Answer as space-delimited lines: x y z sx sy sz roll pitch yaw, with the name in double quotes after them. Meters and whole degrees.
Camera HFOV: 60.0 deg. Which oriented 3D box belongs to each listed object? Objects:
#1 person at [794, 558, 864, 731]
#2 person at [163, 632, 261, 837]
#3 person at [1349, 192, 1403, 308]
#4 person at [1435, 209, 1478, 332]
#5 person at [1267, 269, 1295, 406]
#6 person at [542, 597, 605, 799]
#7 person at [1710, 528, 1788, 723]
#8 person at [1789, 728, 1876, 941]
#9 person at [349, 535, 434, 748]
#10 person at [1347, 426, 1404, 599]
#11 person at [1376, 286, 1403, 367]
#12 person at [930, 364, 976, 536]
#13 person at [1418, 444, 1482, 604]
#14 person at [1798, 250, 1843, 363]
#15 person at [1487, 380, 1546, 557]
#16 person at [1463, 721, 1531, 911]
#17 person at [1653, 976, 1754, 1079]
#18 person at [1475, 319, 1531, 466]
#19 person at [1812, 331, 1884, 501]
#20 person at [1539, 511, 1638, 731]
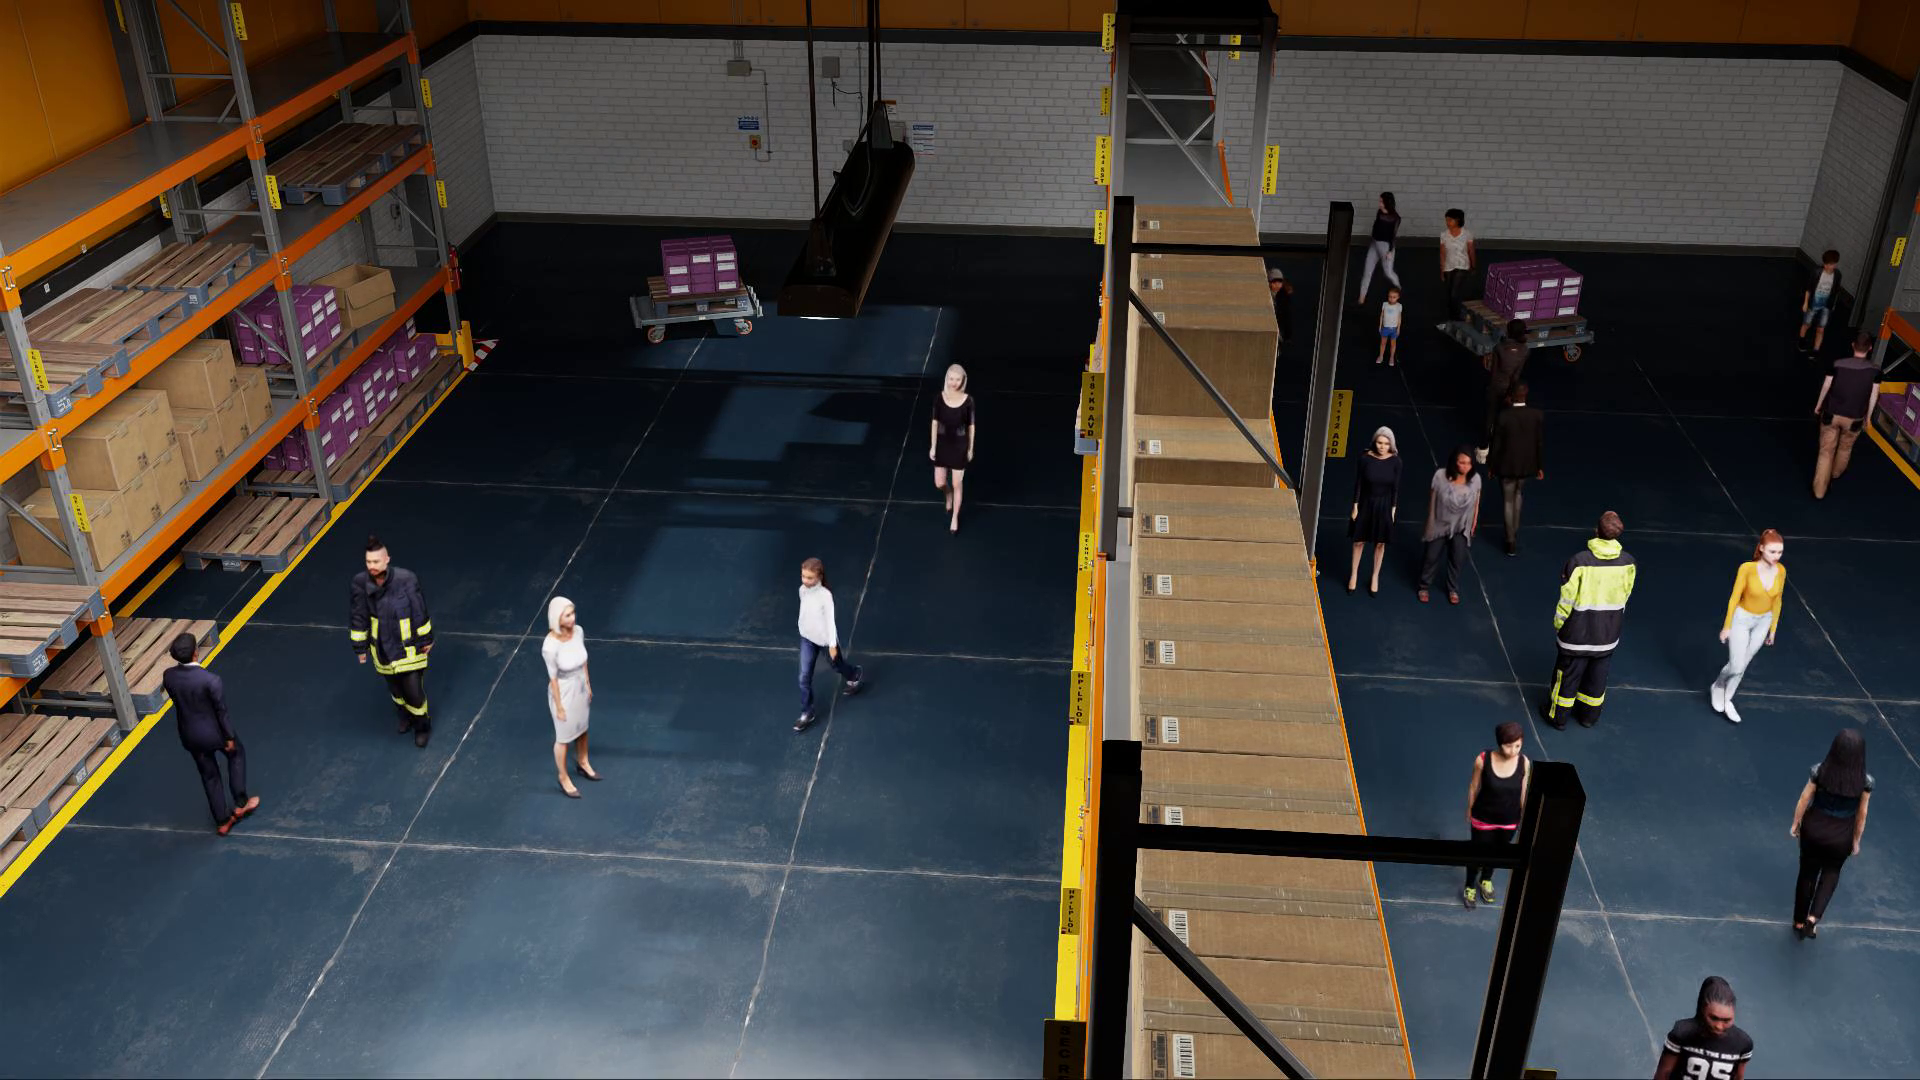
-1.116 0.796 13.888 0.852 1.519 1.140 16 32 26 "person"
-5.665 1.494 12.401 0.632 1.716 0.642 2 29 3 "person"
5.755 -3.901 22.443 1.061 1.571 1.112 -15 32 -26 "person"
6.526 -3.550 21.771 0.905 1.599 1.038 13 31 22 "person"
3.668 -2.462 19.764 0.759 1.611 1.081 -3 29 -6 "person"
-3.040 1.197 12.914 0.693 1.747 0.569 14 32 24 "person"
6.532 0.673 13.878 0.664 1.744 0.674 -3 29 -6 "person"
5.906 2.069 11.338 0.703 1.726 0.761 13 31 23 "person"
-4.599 0.752 13.625 0.810 1.848 0.787 -1 29 -1 "person"
3.881 -0.270 15.606 0.627 1.744 0.589 5 29 10 "person"
5.386 -2.689 20.798 0.467 1.019 0.492 14 32 24 "person"
-0.072 -0.947 16.769 0.609 1.820 0.686 2 29 3 "person"
4.601 -0.182 15.591 0.637 1.606 0.634 4 29 7 "person"
10.813 -2.987 20.935 0.723 1.410 1.034 7 29 13 "person"
5.468 -0.663 16.293 0.772 1.777 0.808 1 29 1 "person"
3.803 1.899 11.846 0.568 1.538 0.594 0 29 -1 "person"
4.125 3.140 9.400 0.737 1.702 1.018 8 30 14 "person"
5.919 -1.704 18.350 0.636 1.635 1.067 5 29 8 "person"
9.214 -1.260 17.360 0.921 1.803 1.173 12 31 21 "person"
5.166 0.660 13.653 0.817 1.983 0.717 -3 29 -6 "person"
